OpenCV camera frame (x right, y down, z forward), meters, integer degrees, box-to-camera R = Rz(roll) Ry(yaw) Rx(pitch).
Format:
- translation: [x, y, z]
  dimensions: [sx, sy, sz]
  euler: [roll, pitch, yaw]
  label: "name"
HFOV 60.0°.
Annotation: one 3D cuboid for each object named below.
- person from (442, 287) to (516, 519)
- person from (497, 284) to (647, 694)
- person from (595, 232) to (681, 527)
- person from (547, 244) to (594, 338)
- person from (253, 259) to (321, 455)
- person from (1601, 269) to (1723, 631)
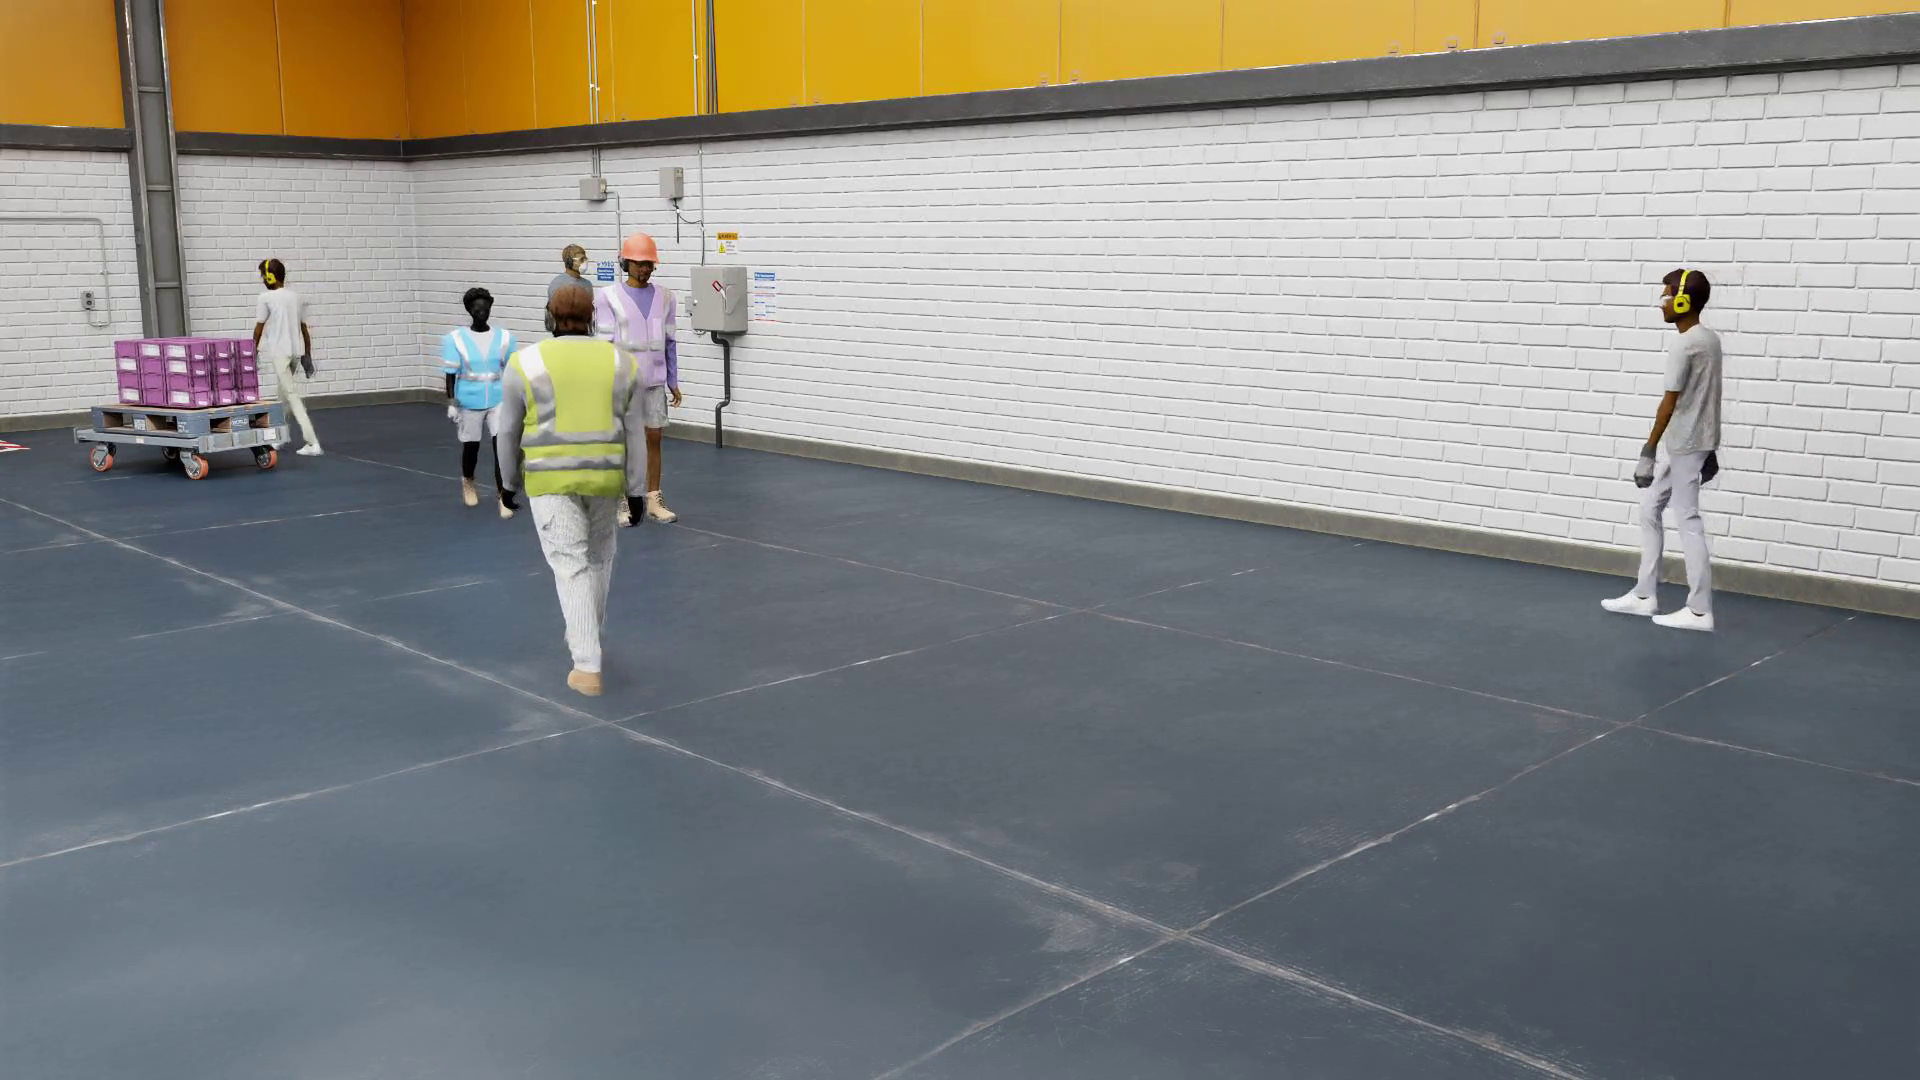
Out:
- translation: [-3.493, -1.015, 12.122]
  dimensions: [0.540, 1.667, 0.826]
  euler: [-5, 11, -24]
  label: "person"
- translation: [-1.790, -0.253, 7.588]
  dimensions: [0.622, 1.798, 0.902]
  euler: [-6, 12, -30]
  label: "person"
- translation: [-2.228, -1.116, 11.626]
  dimensions: [0.605, 2.043, 0.379]
  euler: [-8, 13, -36]
  label: "person"
- translation: [-3.643, -1.831, 15.806]
  dimensions: [0.373, 1.940, 0.630]
  euler: [3, 11, 17]
  label: "person"
- translation: [-6.302, -1.694, 15.447]
  dimensions: [0.980, 1.805, 0.480]
  euler: [5, 11, 23]
  label: "person"
- translation: [3.618, -0.464, 8.596]
  dimensions: [0.740, 1.845, 0.565]
  euler: [8, 13, 37]
  label: "person"
